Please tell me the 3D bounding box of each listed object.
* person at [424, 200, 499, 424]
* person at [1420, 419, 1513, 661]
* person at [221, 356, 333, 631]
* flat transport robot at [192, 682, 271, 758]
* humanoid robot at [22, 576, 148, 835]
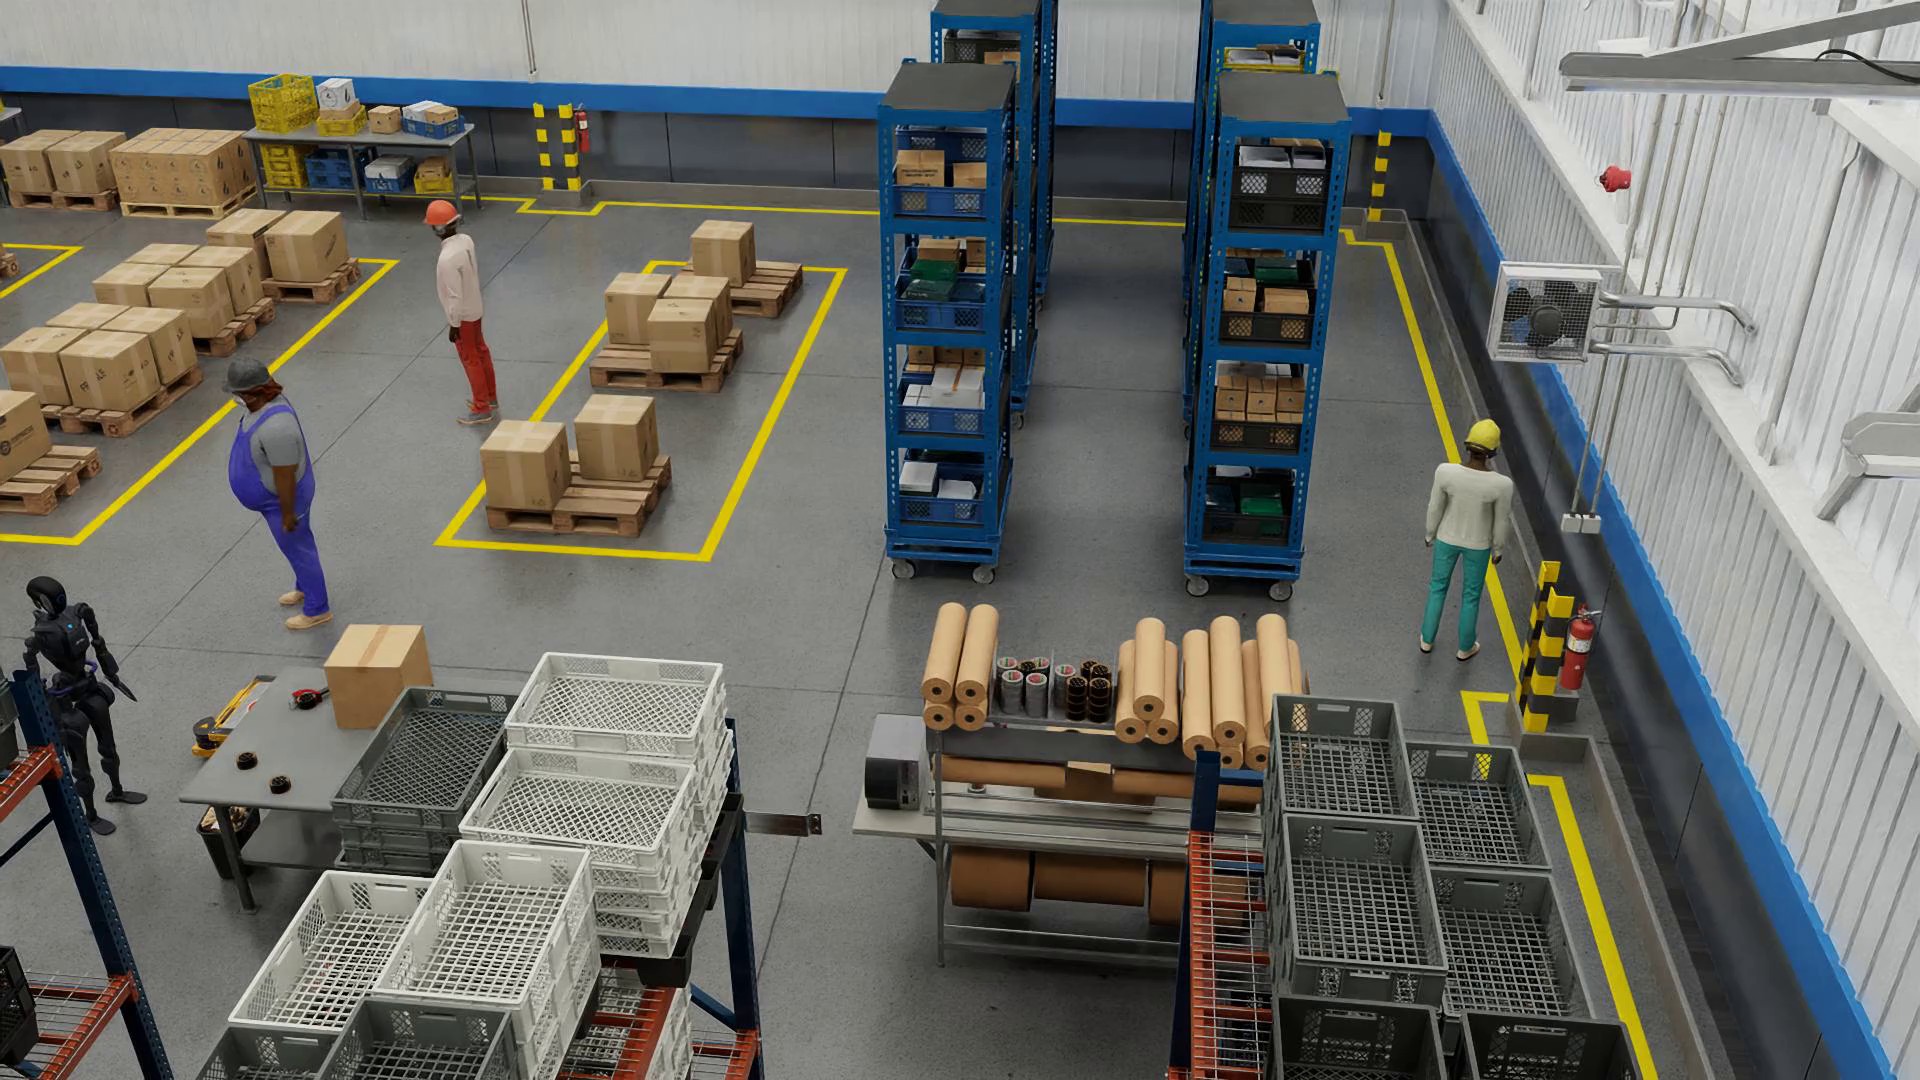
[{"bbox_3d":[-4.300,-1.964,14.334,0.391,1.990,0.616,1,30,1],"label":"person"},{"bbox_3d":[3.394,-0.001,11.185,0.534,1.767,0.314,14,33,23],"label":"person"},{"bbox_3d":[-4.743,-0.345,11.507,0.536,2.000,0.680,-14,33,-22],"label":"person"},{"bbox_3d":[-4.089,1.163,10.648,1.431,0.197,0.652,3,30,6],"label":"flat transport robot"},{"bbox_3d":[-5.098,0.933,9.657,0.327,1.657,0.589,7,31,12],"label":"humanoid robot"}]
